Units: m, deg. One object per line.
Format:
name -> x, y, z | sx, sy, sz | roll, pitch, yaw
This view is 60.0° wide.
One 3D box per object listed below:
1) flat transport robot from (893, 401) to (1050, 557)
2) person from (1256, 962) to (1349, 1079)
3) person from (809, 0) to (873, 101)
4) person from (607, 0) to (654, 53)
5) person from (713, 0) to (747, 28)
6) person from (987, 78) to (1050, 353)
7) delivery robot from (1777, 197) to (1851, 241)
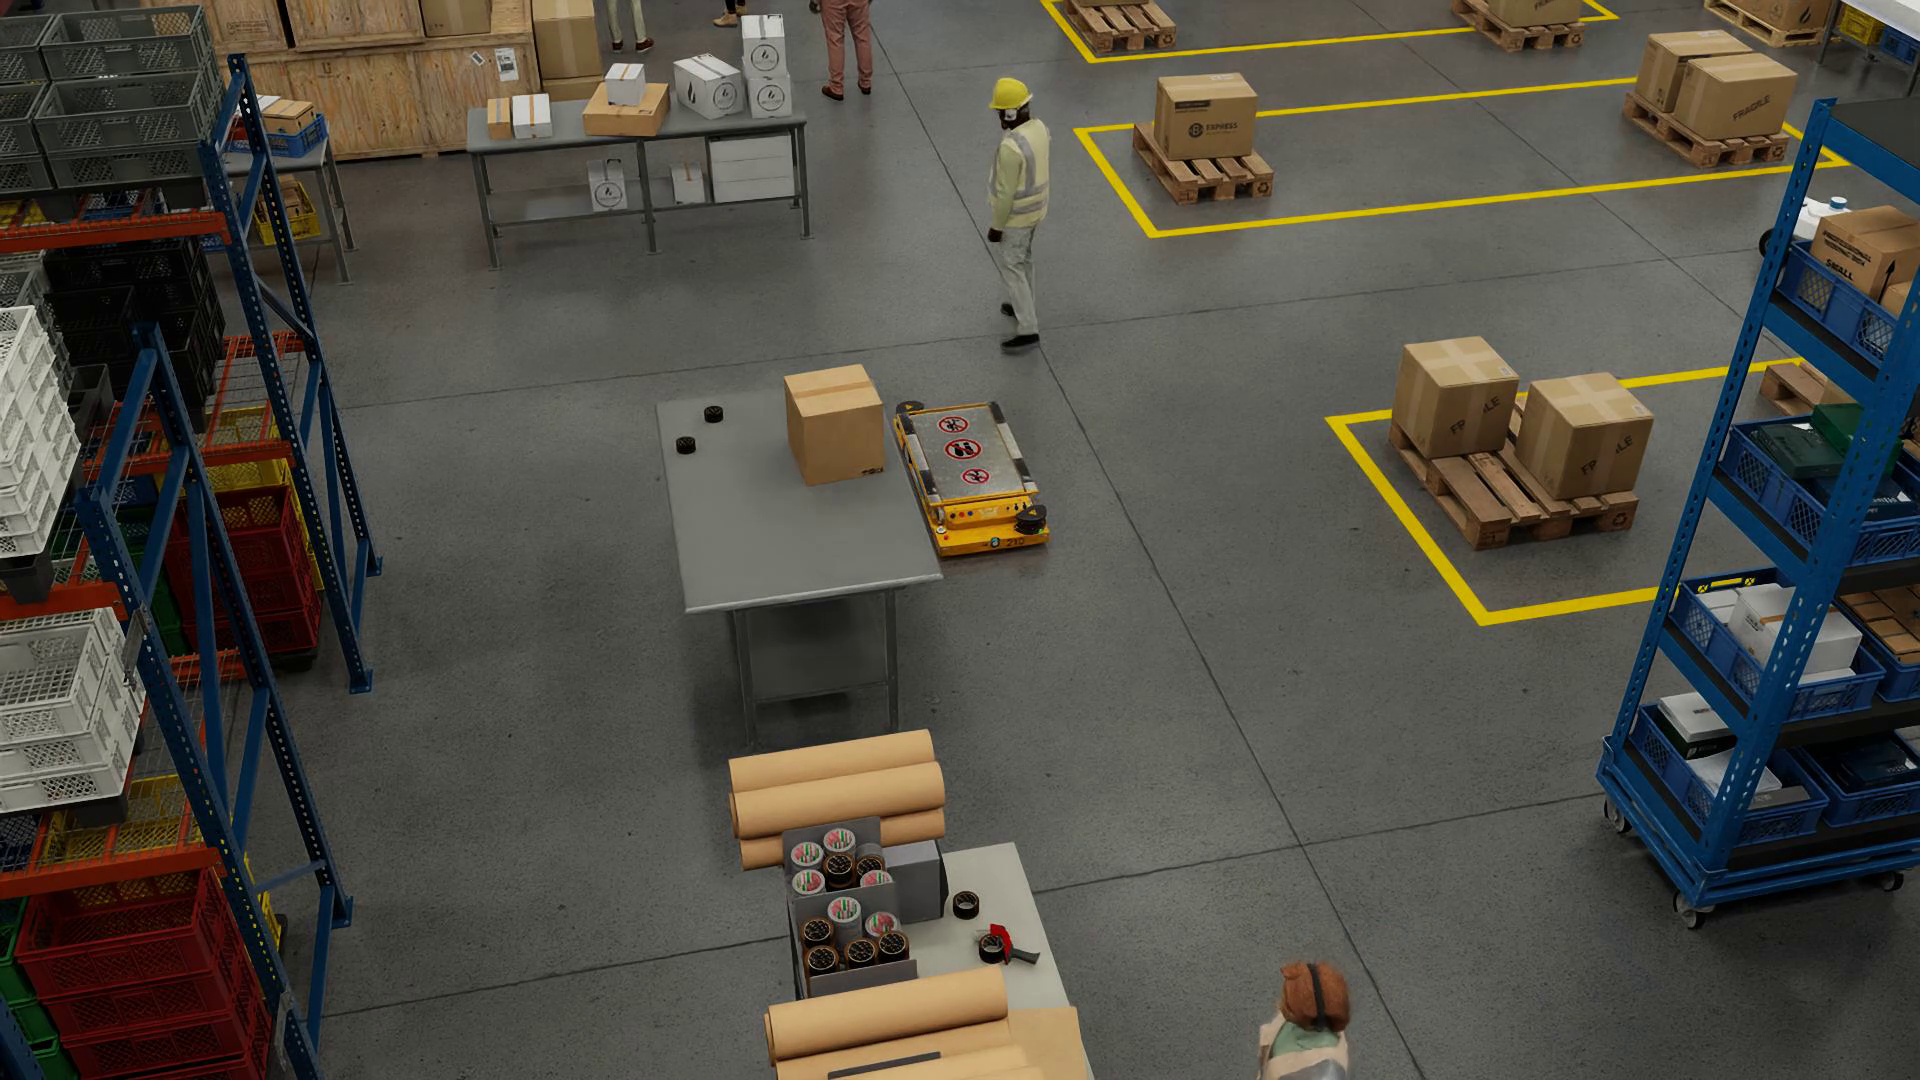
flat transport robot -> 0.046, -0.430, 10.108 | 0.652, 0.197, 1.431 | -8, 37, -10
person -> 1.142, 2.007, 5.702 | 0.316, 1.636, 0.521 | 2, 37, 3
person -> -1.048, -4.866, 14.710 | 0.641, 1.910, 0.401 | -16, 39, -20
person -> -3.223, -5.535, 15.640 | 0.523, 1.870, 0.317 | 2, 37, 3
person -> -2.330, -5.919, 16.308 | 0.322, 1.690, 0.535 | 10, 38, 14
person -> 0.414, -2.183, 11.194 | 0.545, 1.804, 0.782 | 14, 39, 18
delivery robot -> 6.432, -2.295, 12.304 | 0.477, 0.478, 0.707 | -21, 41, -26
